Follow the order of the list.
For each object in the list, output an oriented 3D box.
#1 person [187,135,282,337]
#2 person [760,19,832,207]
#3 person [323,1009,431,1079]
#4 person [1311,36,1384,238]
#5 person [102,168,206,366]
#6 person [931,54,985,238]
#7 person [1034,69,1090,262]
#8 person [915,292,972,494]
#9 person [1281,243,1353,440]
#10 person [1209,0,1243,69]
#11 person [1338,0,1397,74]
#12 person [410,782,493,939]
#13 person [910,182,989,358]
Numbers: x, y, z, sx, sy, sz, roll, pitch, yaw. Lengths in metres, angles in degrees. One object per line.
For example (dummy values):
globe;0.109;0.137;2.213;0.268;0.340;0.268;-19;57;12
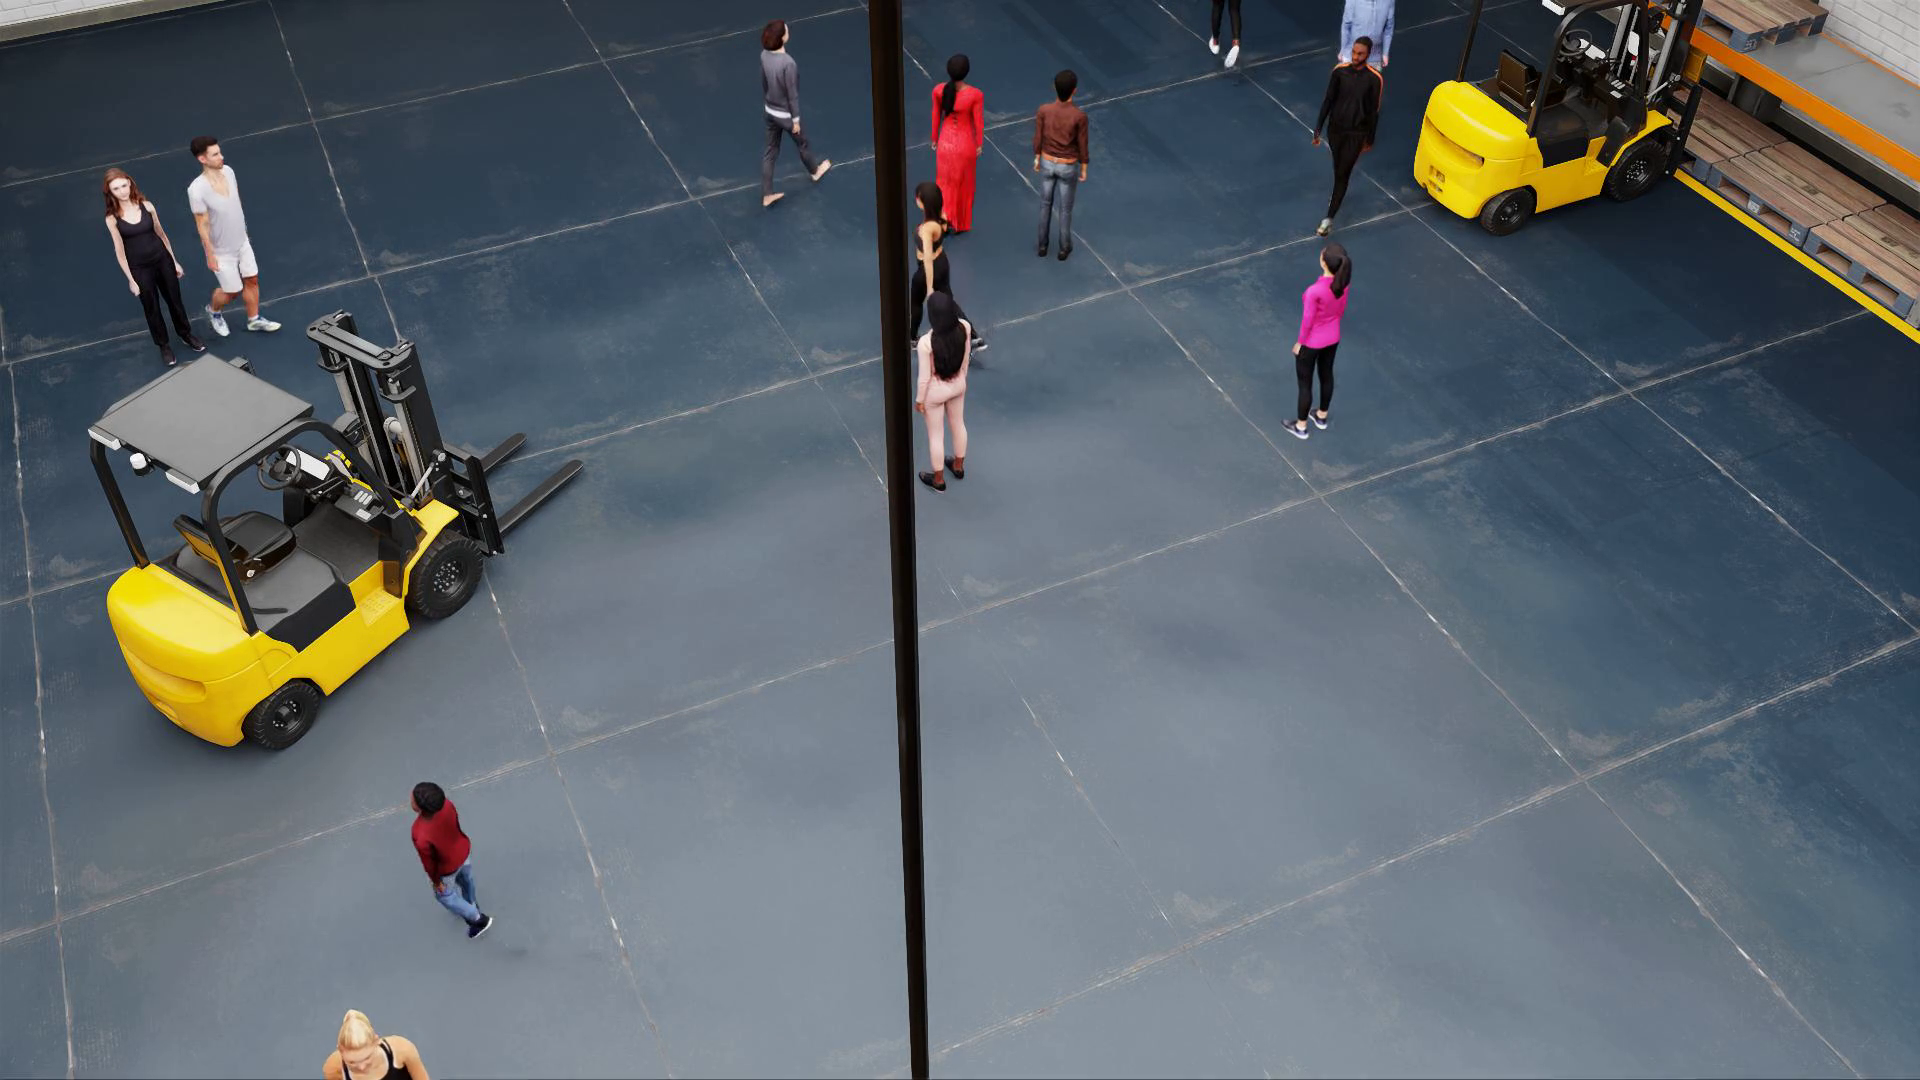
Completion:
person;-6.039;-2.447;13.544;1.009;1.832;0.952;14;45;15
person;-1.665;-3.824;15.072;1.109;1.718;1.025;26;49;25
person;-2.759;2.736;8.114;0.597;1.817;0.944;-17;46;-17
person;3.495;-3.690;14.903;1.226;1.757;1.164;22;48;22
person;-6.519;-2.220;13.368;0.616;1.746;0.645;34;53;30
person;-0.056;-3.393;14.588;0.862;1.772;0.948;8;44;8
person;0.853;-3.230;14.405;0.713;1.778;0.754;11;45;11
person;-0.118;-1.093;12.202;0.664;1.723;0.615;-29;51;-27
person;2.743;-1.522;12.677;0.613;1.698;0.598;-24;49;-23
person;2.788;-5.687;17.034;0.891;1.708;1.123;-2;44;-2
person;3.840;-4.663;15.844;0.855;1.868;1.107;-4;44;-4
person;-2.874;1.821;9.486;0.727;1.249;0.666;15;46;15
person;-0.139;-2.133;13.371;1.117;1.615;0.991;19;47;19
